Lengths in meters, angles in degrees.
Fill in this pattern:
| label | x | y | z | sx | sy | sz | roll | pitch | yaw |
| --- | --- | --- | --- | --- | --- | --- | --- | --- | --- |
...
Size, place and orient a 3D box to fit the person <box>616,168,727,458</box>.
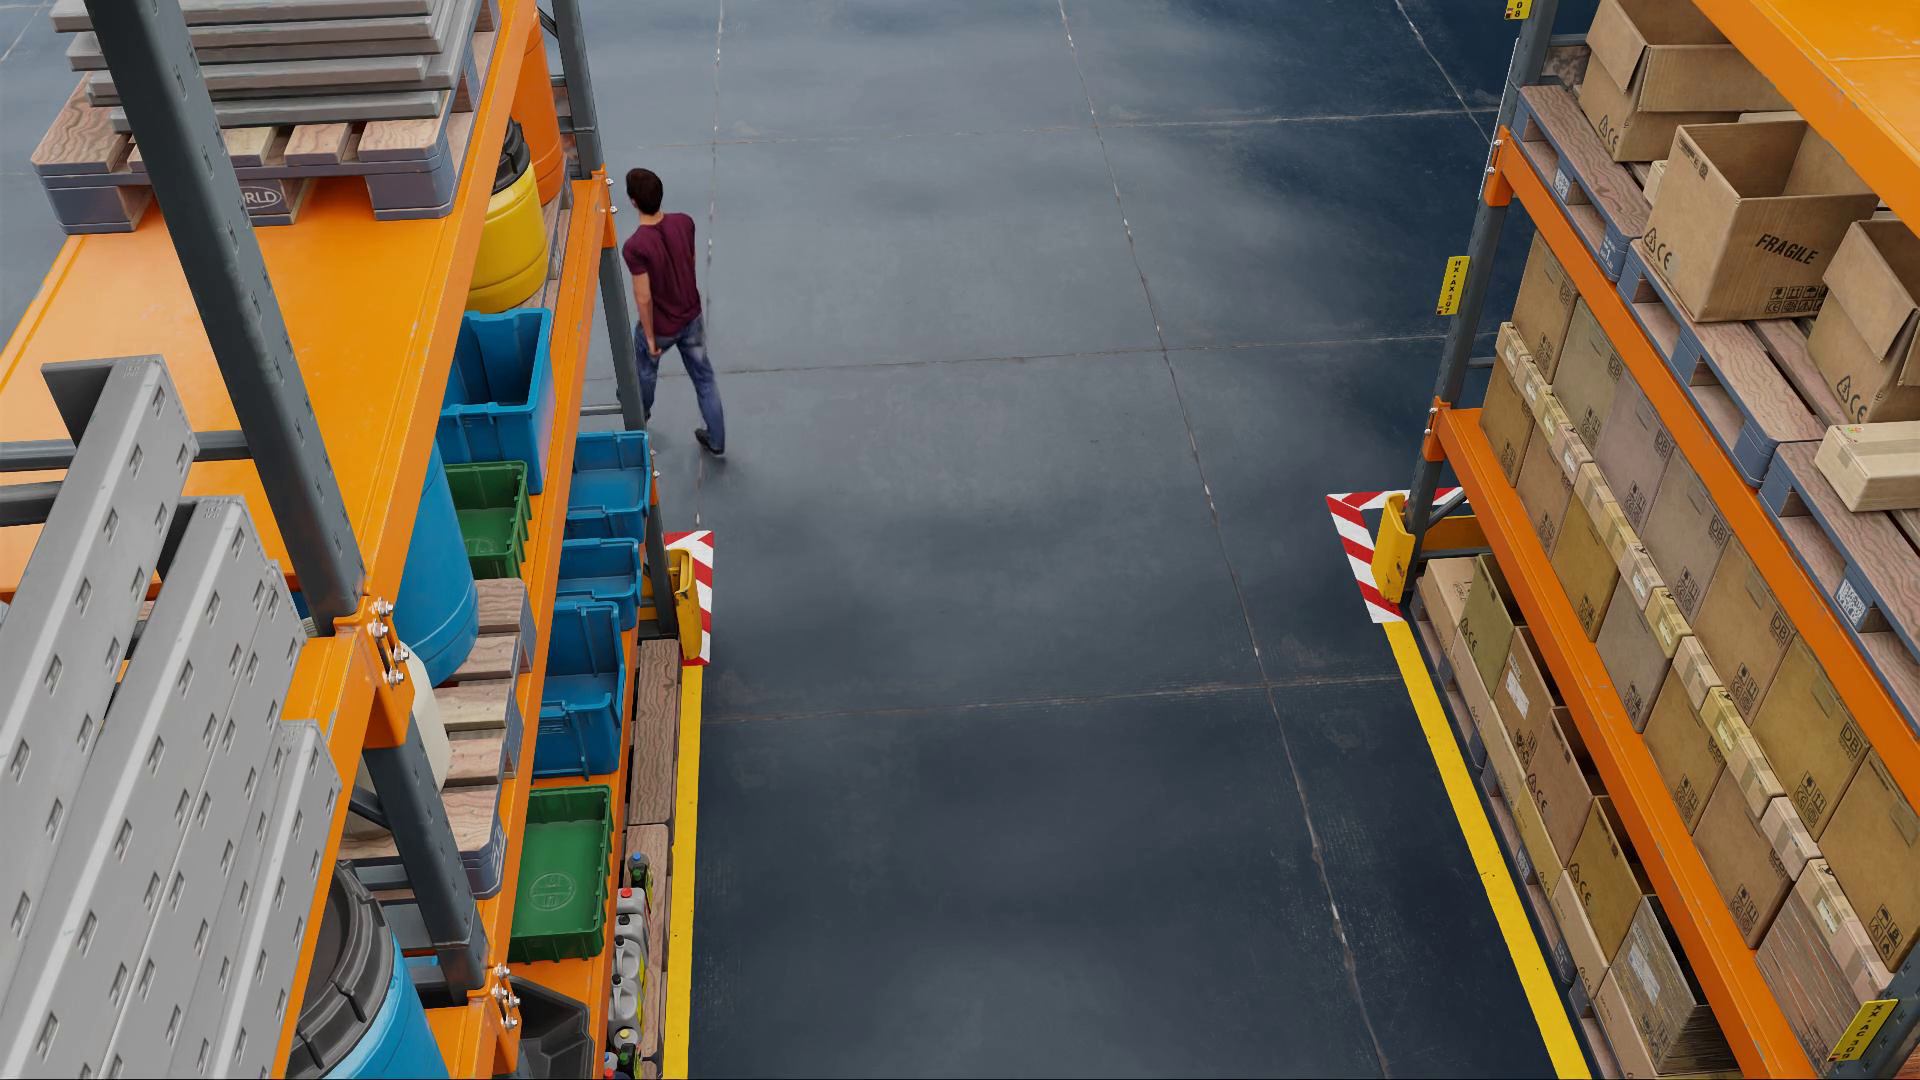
| label | x | y | z | sx | sy | sz | roll | pitch | yaw |
| --- | --- | --- | --- | --- | --- | --- | --- | --- | --- |
| person | -1.596 | -1.239 | 9.542 | 1.059 | 1.812 | 1.182 | -31 | 51 | -29 |
